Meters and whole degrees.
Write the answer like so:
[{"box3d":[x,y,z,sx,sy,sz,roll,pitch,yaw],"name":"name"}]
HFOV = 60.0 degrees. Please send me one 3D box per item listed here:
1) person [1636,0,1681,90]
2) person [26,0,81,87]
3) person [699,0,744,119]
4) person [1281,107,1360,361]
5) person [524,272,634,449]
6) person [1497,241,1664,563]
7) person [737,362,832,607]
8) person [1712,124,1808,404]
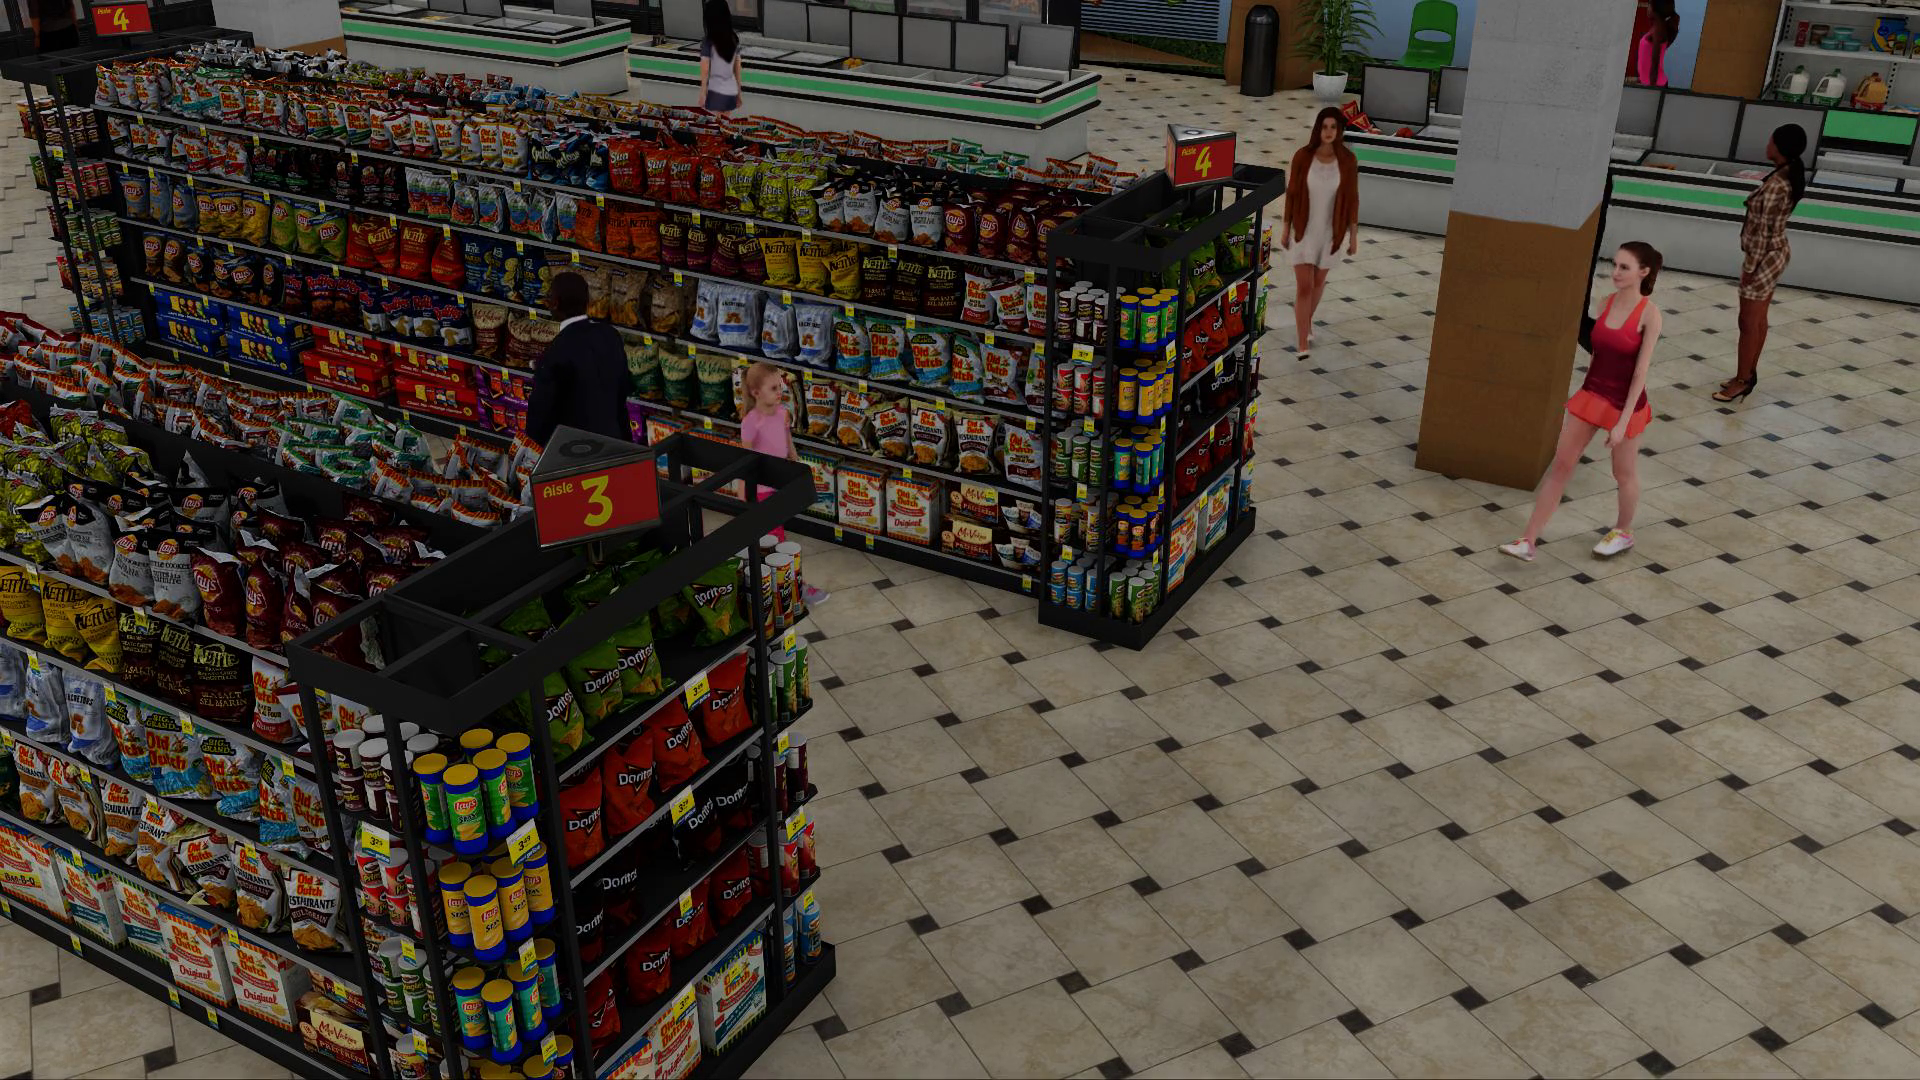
[{"box3d":[6.462,-4.130,15.341,0.967,1.689,0.568,14,30,26],"name":"person"},{"box3d":[-9.516,-5.325,17.529,0.620,1.841,0.668,18,32,31],"name":"person"},{"box3d":[-2.138,-4.054,15.192,0.992,1.687,0.645,18,32,32],"name":"person"},{"box3d":[2.441,-2.110,11.374,1.112,1.674,0.998,2,27,4],"name":"person"},{"box3d":[-1.653,-0.309,7.695,1.262,1.789,0.791,9,28,18],"name":"person"},{"box3d":[3.387,-0.669,8.489,0.943,1.712,1.106,-17,31,-30],"name":"person"},{"box3d":[-1.017,-0.285,8.250,0.838,1.244,0.505,14,30,26],"name":"person"},{"box3d":[5.069,-1.728,10.488,0.604,1.794,0.621,22,34,36],"name":"person"}]
